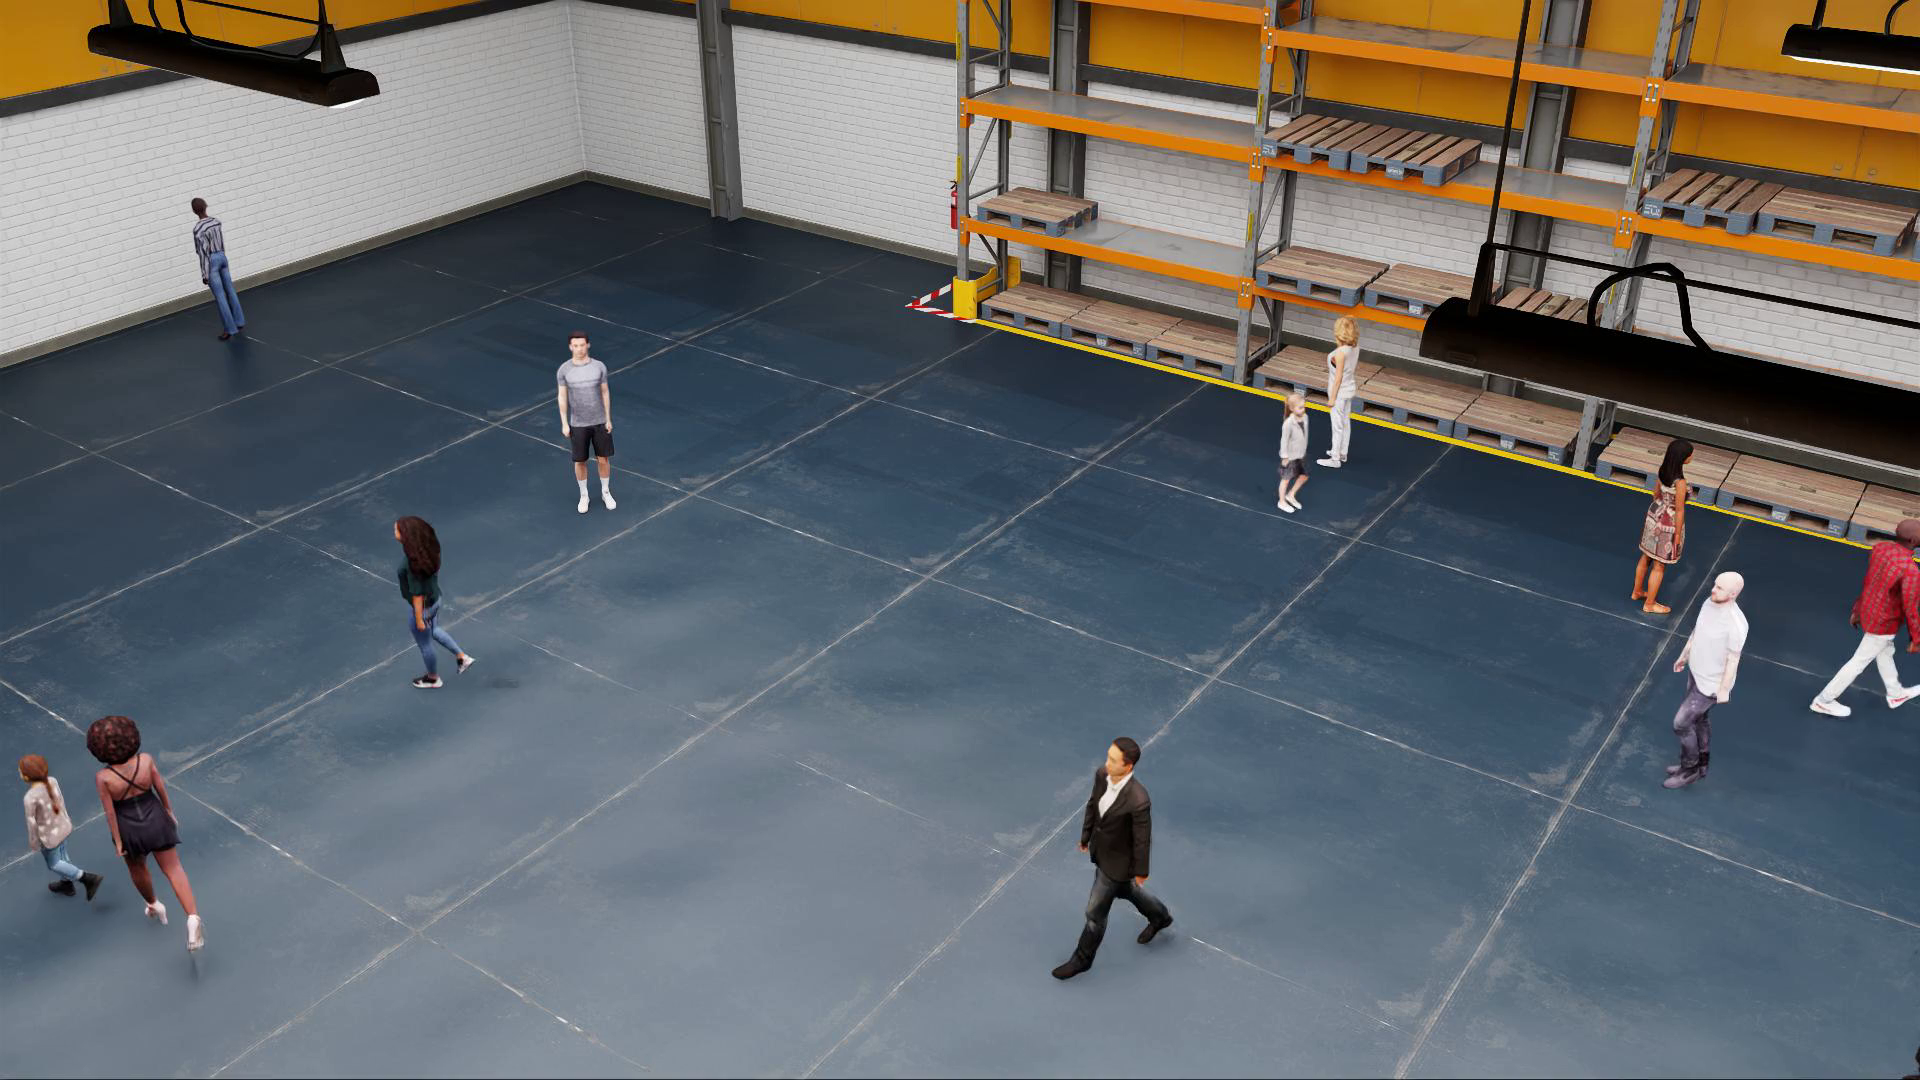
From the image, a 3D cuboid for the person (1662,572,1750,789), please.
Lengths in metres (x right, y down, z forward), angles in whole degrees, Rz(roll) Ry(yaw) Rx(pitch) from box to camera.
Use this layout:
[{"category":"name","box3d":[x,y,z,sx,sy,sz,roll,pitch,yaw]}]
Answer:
[{"category":"person","box3d":[5.710,1.043,12.484,0.825,1.816,0.797,2,29,4]}]

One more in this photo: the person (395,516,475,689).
[{"category":"person","box3d":[-4.321,0.523,13.651,0.892,1.611,0.799,2,29,3]}]

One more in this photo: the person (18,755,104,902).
[{"category":"person","box3d":[-6.193,1.995,11.399,0.791,1.184,0.661,4,29,7]}]

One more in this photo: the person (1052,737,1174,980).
[{"category":"person","box3d":[1.081,2.010,10.765,1.130,1.766,1.212,-12,31,-21]}]

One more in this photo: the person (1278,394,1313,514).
[{"category":"person","box3d":[3.286,-0.889,16.598,0.608,1.268,0.648,-18,34,-30]}]

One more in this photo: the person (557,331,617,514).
[{"category":"person","box3d":[-3.701,-1.200,16.539,0.739,1.871,0.768,-9,30,-15]}]

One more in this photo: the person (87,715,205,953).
[{"category":"person","box3d":[-5.304,1.952,10.874,0.720,1.762,1.110,-24,37,-37]}]

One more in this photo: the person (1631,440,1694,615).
[{"category":"person","box3d":[6.278,-0.141,14.834,0.761,1.645,0.715,-3,29,-6]}]

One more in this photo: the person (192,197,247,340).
[{"category":"person","box3d":[-9.213,-3.371,20.600,0.680,1.793,0.696,5,29,10]}]

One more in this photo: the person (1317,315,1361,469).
[{"category":"person","box3d":[4.006,-1.560,17.406,0.539,1.672,0.590,20,34,32]}]

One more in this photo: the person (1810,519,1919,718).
[{"category":"person","box3d":[7.242,0.653,13.237,1.276,1.779,1.124,0,29,0]}]
